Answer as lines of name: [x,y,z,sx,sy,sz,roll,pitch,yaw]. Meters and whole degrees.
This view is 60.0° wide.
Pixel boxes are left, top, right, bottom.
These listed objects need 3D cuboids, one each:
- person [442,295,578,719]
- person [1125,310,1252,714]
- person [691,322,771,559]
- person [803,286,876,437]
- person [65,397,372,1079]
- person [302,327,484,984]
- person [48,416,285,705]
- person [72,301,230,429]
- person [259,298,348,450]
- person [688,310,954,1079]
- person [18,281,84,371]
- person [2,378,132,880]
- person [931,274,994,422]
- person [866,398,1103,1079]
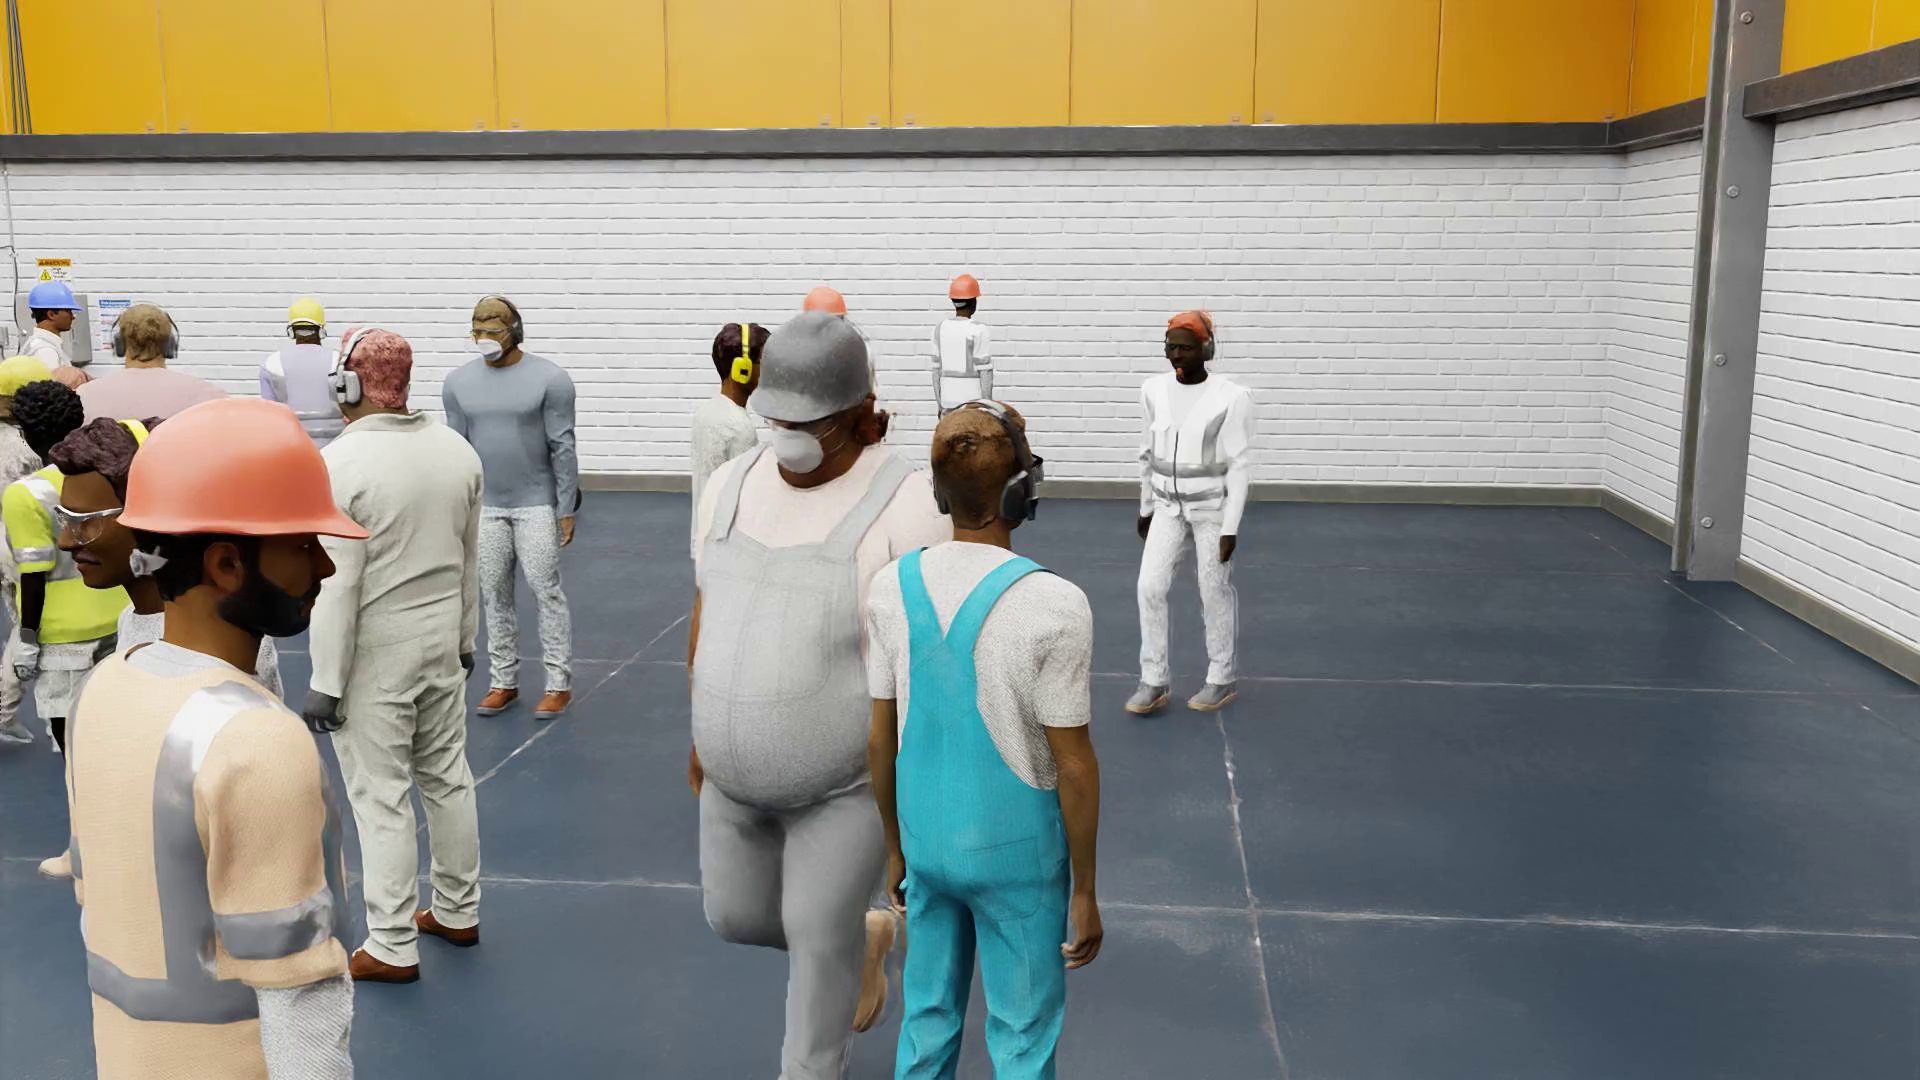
person: [-2.040,-0.147,7.587,0.637,1.929,0.368,1,10,8]
person: [1.009,-0.104,7.545,0.657,1.851,0.752,8,13,38]
person: [-0.865,0.094,6.411,0.330,1.856,0.532,-5,11,-26]
person: [-0.692,-0.389,8.947,0.376,1.933,0.545,7,12,34]
person: [-0.970,0.771,2.298,0.550,1.933,0.374,8,13,40]
person: [-1.677,0.335,4.877,0.407,1.906,0.655,4,11,24]
person: [-1.305,0.713,2.860,0.510,1.861,0.324,9,13,42]
person: [-3.151,0.034,6.550,0.631,1.931,0.372,-5,11,-25]
person: [-4.007,-0.581,10.340,0.602,1.828,0.404,-3,10,-16]
person: [-0.300,0.446,3.858,0.726,2.000,0.766,6,11,30]
person: [-5.523,-0.605,10.178,0.420,1.940,0.606,-5,11,-28]
person: [-3.008,0.302,5.657,0.318,1.698,0.539,2,10,9]
person: [0.039,-1.055,12.735,0.547,1.942,0.351,7,12,36]
person: [0.054,0.643,3.289,0.506,1.847,0.345,6,12,31]
